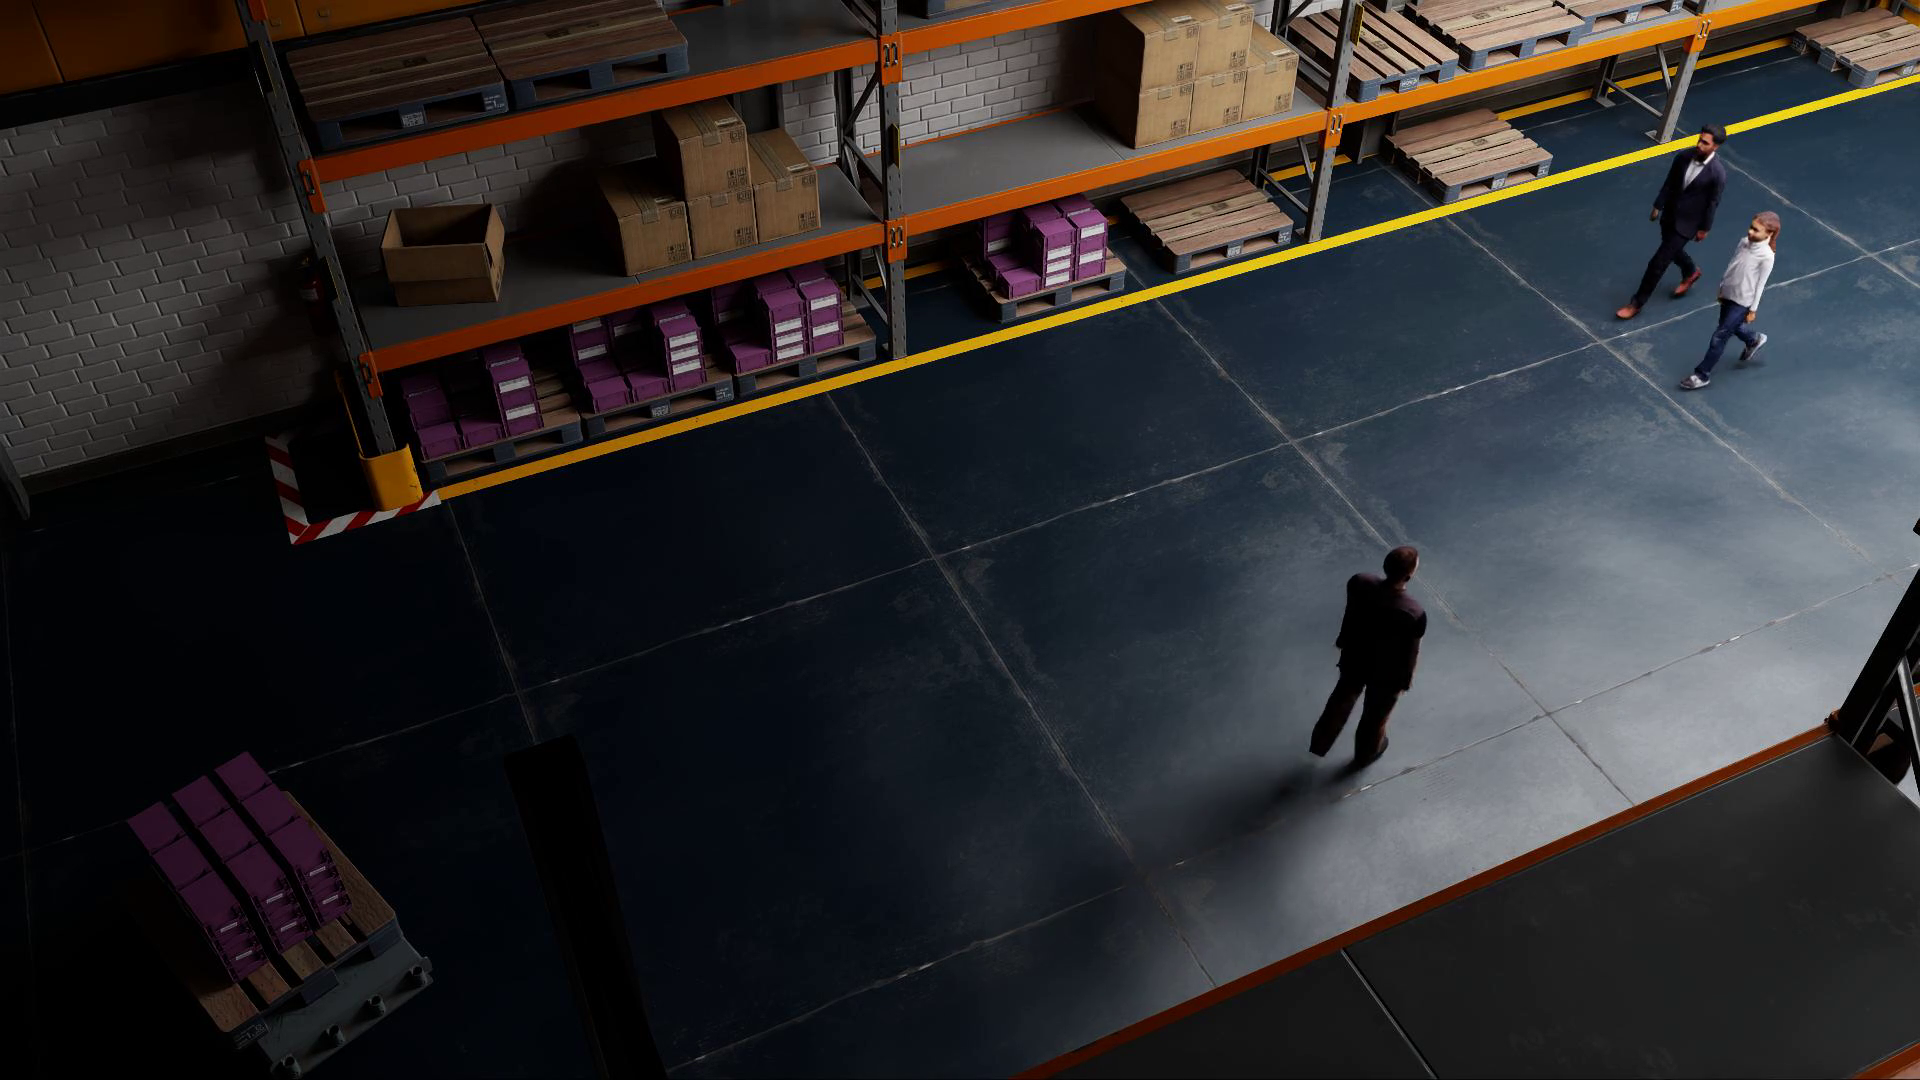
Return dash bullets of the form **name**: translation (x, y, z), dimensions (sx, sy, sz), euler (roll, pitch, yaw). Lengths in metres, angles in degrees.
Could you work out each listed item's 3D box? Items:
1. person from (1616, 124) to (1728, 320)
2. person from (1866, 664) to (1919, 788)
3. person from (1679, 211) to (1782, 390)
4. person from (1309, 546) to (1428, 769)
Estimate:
- **person**: translation (5.890, -2.592, 13.437), dimensions (1.130, 1.693, 0.673), euler (-19, 47, -19)
- **person**: translation (5.179, 1.289, 9.385), dimensions (0.765, 1.661, 0.705), euler (0, 44, 0)
- **person**: translation (6.066, -1.862, 12.785), dimensions (1.028, 1.535, 0.610), euler (-12, 45, -12)
- **person**: translation (2.394, 0.744, 9.836), dimensions (0.854, 1.829, 0.948), euler (33, 53, 30)
